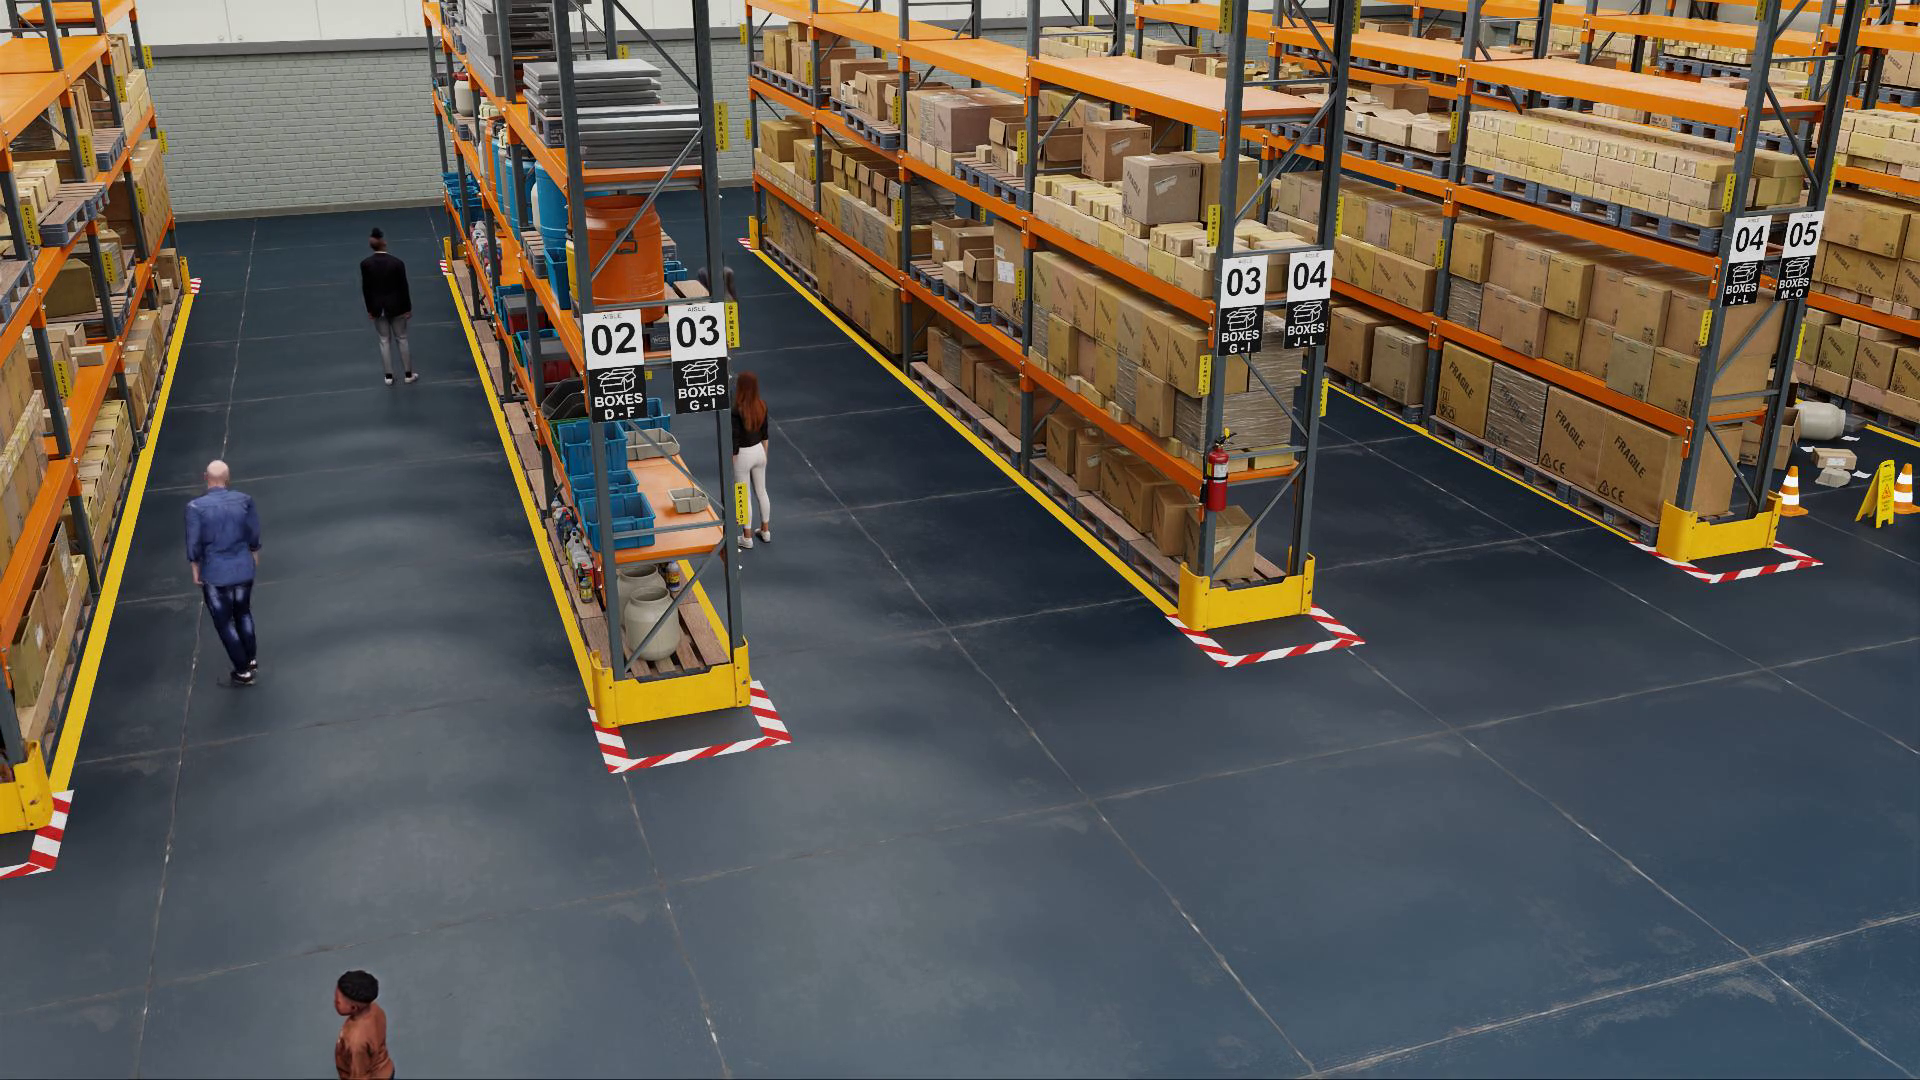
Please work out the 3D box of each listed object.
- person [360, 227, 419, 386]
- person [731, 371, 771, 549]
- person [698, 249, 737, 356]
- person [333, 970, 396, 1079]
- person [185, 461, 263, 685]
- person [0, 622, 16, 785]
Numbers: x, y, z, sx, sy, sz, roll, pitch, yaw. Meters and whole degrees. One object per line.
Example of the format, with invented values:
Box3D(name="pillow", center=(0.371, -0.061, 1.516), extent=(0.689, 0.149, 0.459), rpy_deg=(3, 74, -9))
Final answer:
Box3D(name="person", center=(-7.063, -2.891, 20.534), extent=(0.749, 1.955, 0.675), rpy_deg=(-3, 22, -7))
Box3D(name="person", center=(-1.984, -0.770, 15.679), extent=(0.664, 1.704, 0.652), rpy_deg=(-20, 30, -40))
Box3D(name="person", center=(-3.024, -2.825, 20.764), extent=(0.766, 1.659, 0.984), rpy_deg=(-3, 22, -6))
Box3D(name="person", center=(-2.830, 2.610, 8.010), extent=(0.624, 1.253, 0.485), rpy_deg=(-2, 22, -5))
Box3D(name="person", center=(-5.728, 0.264, 13.012), extent=(0.887, 1.809, 0.880), rpy_deg=(12, 25, 26))
Box3D(name="person", center=(-6.470, 1.075, 11.127), extent=(0.814, 1.736, 0.756), rpy_deg=(13, 25, 28))
